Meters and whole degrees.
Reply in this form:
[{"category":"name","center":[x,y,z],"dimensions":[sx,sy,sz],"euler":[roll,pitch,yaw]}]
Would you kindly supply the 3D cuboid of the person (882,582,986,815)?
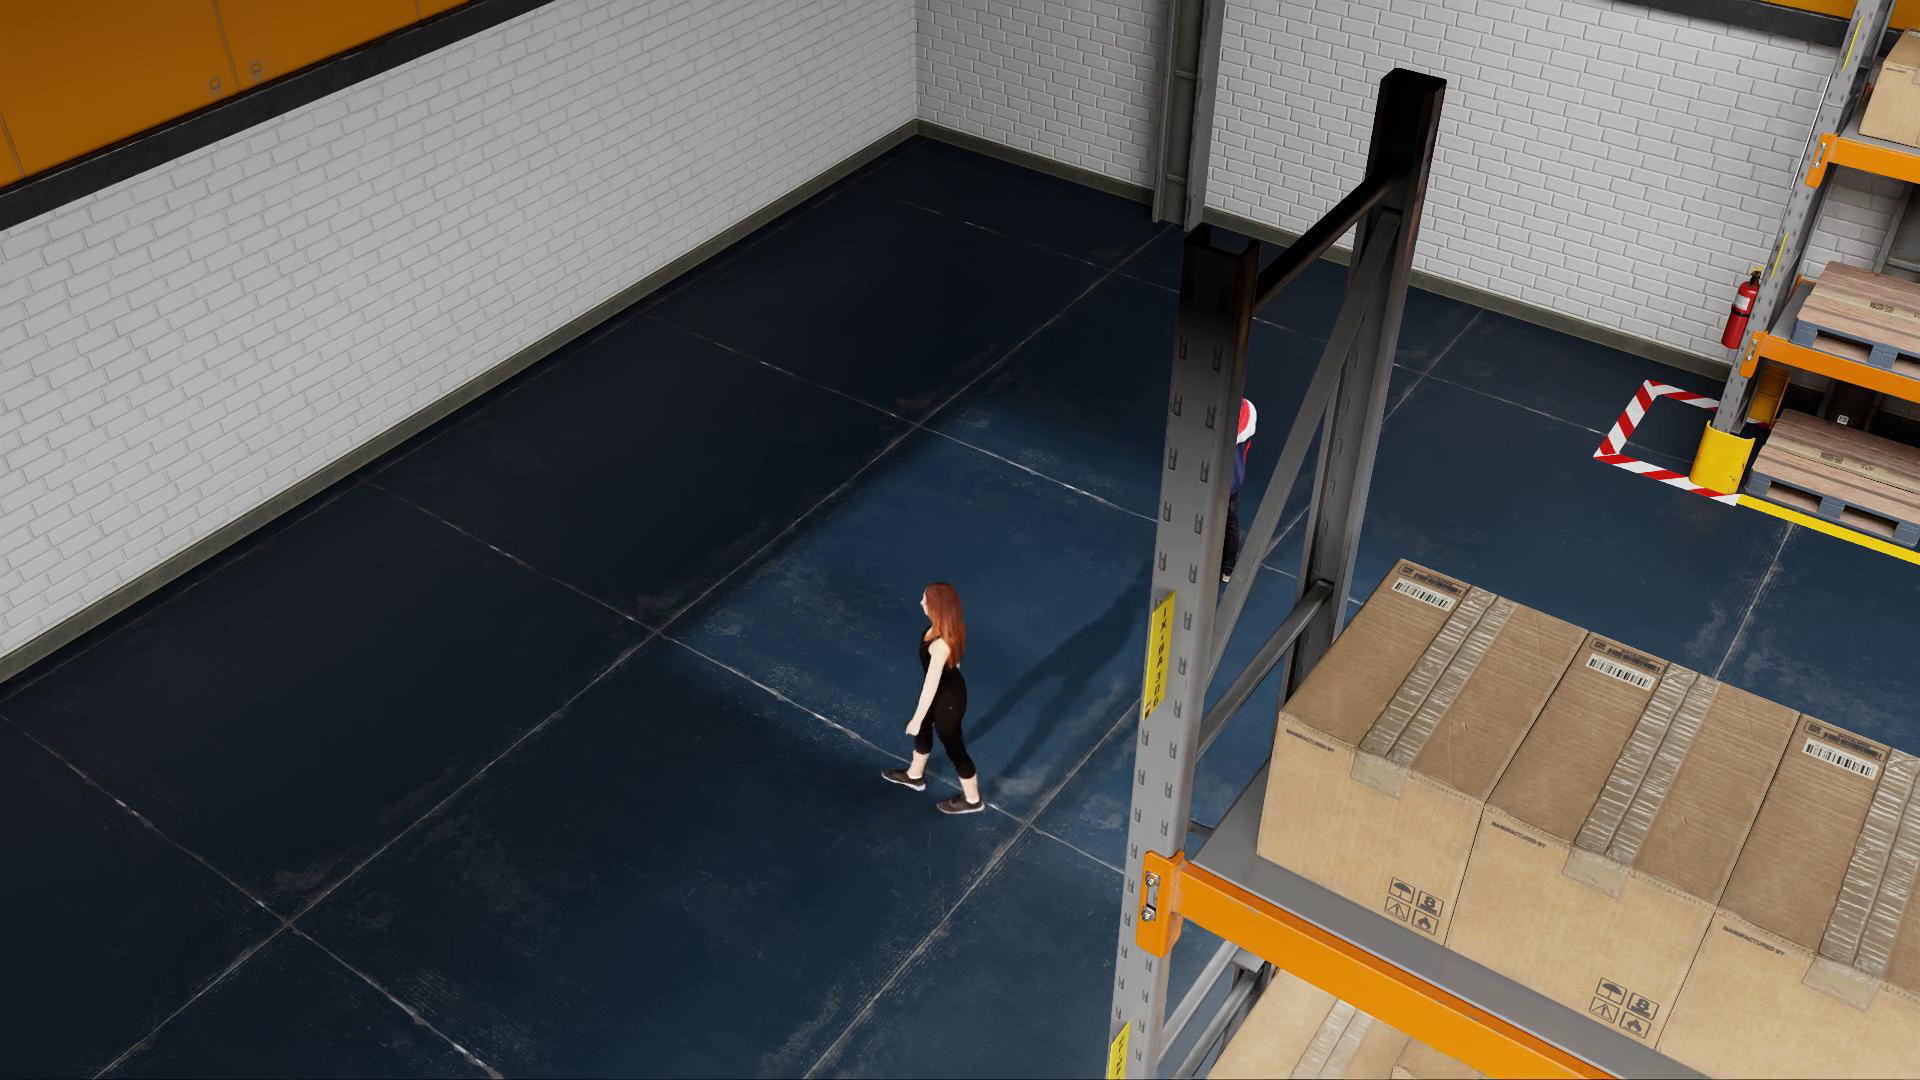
[{"category":"person","center":[0.005,0.933,9.496],"dimensions":[0.983,1.709,0.836],"euler":[4,39,5]}]
